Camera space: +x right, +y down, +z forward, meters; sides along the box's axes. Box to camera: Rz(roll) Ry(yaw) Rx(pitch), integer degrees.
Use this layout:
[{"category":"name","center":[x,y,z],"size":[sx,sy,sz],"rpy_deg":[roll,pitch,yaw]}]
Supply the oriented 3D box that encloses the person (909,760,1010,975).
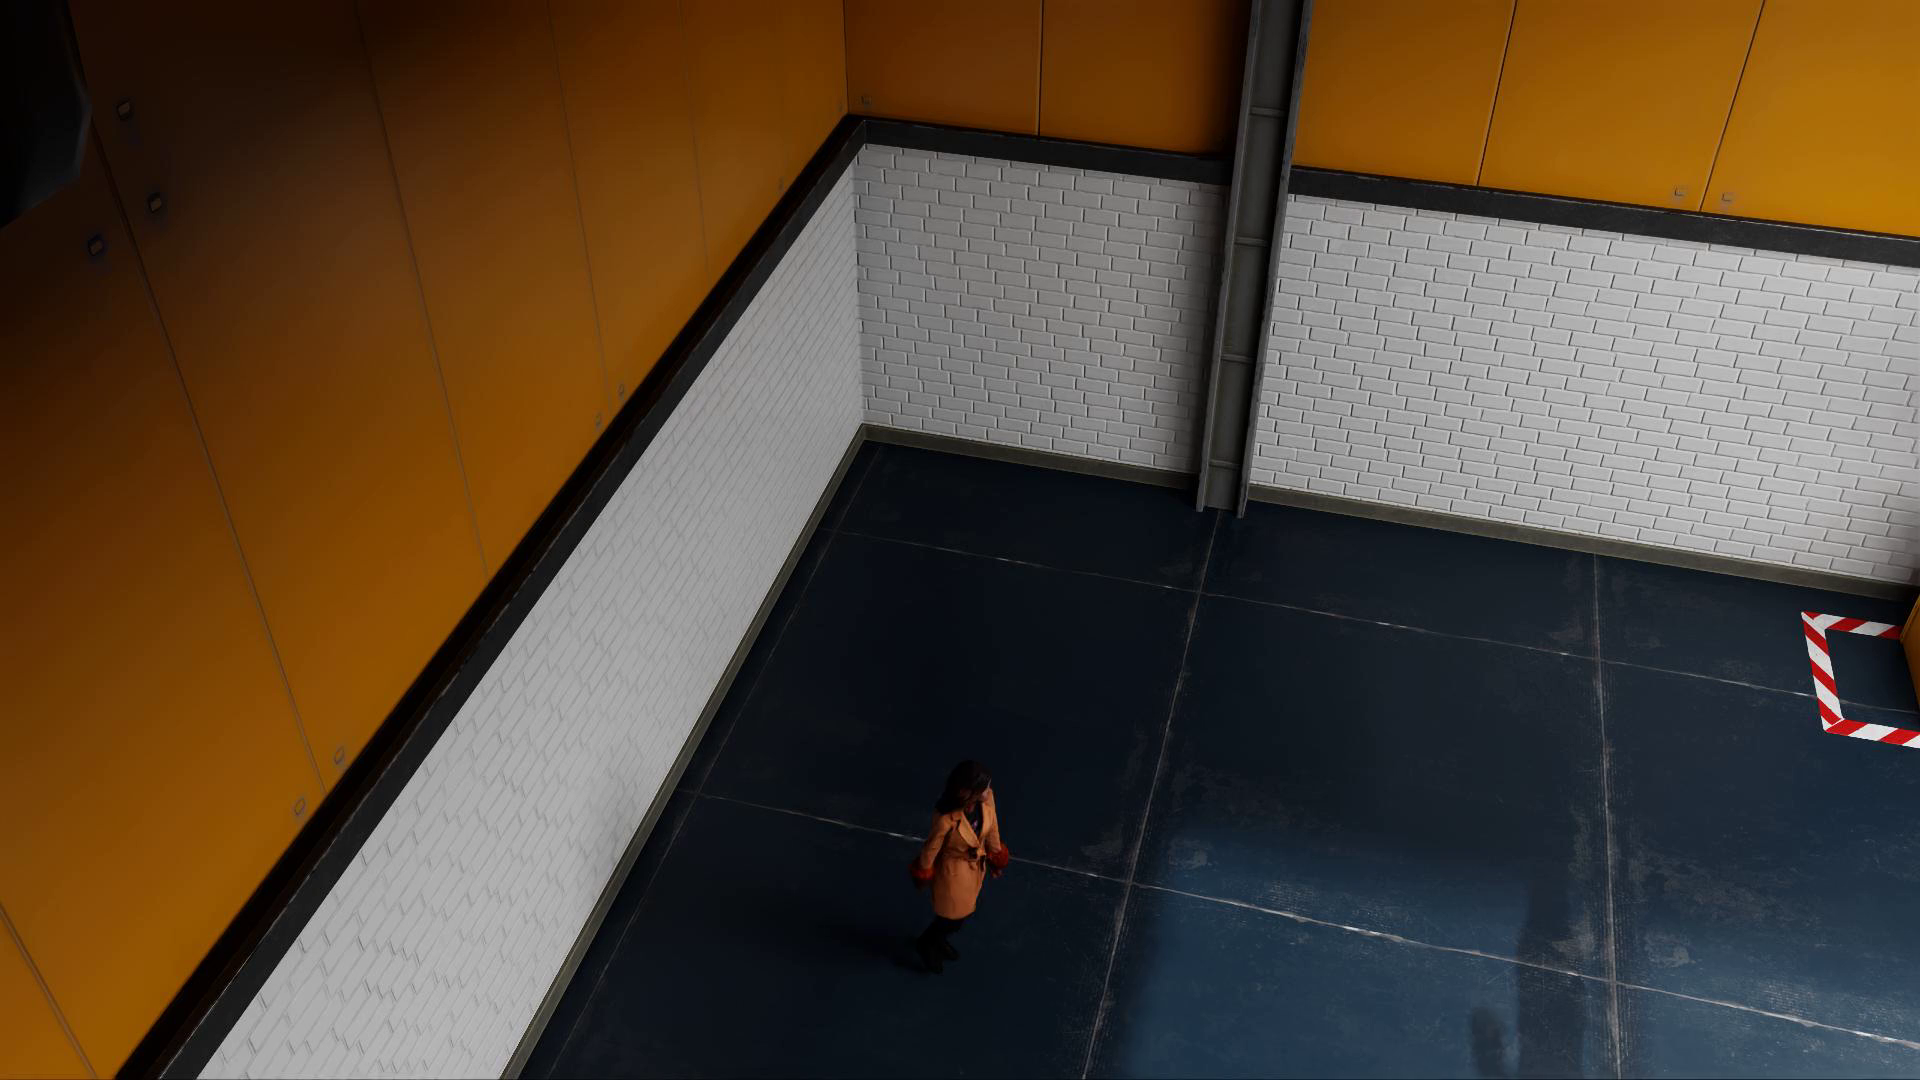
[{"category":"person","center":[-0.068,1.925,9.768],"size":[0.834,1.694,0.838],"rpy_deg":[-22,43,-25]}]
